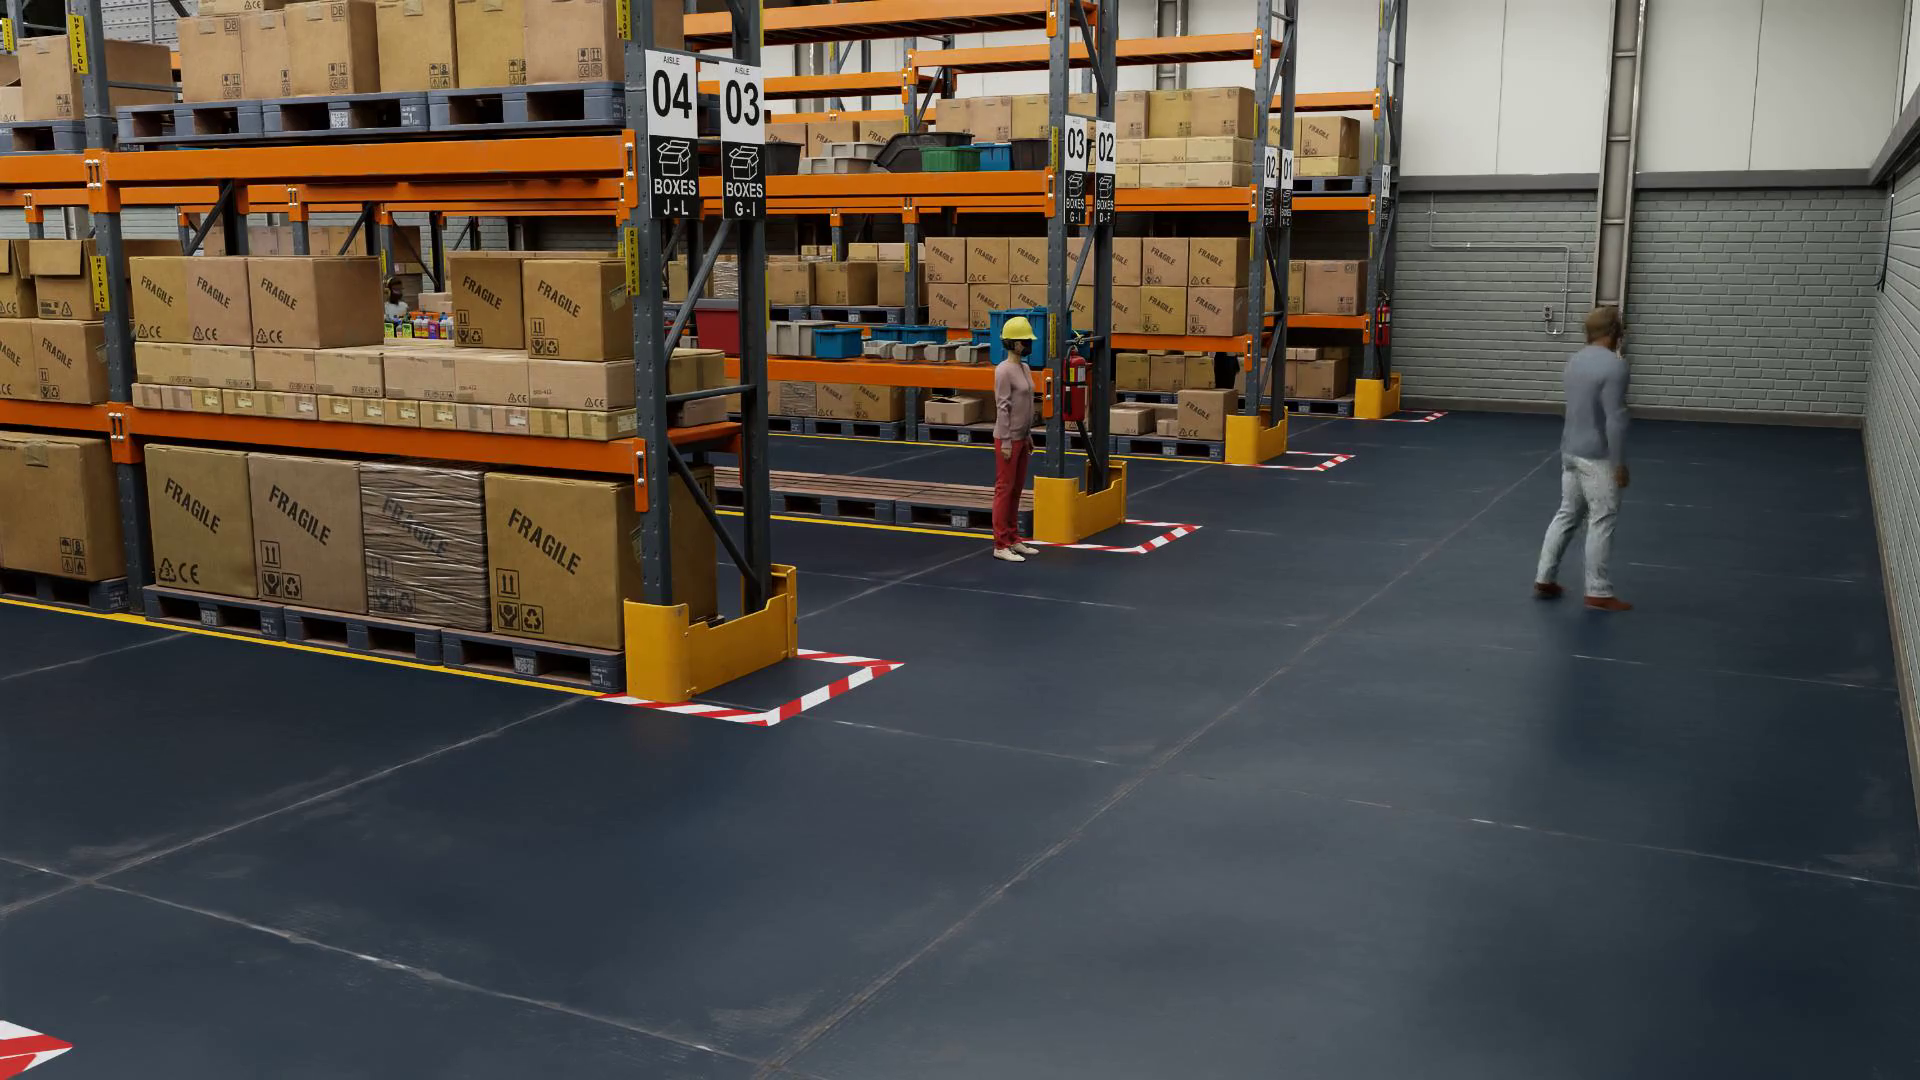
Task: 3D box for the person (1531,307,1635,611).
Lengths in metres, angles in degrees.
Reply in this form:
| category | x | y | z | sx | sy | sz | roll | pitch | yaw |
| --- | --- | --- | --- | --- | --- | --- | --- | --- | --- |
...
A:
| category | x | y | z | sx | sy | sz | roll | pitch | yaw |
| --- | --- | --- | --- | --- | --- | --- | --- | --- | --- |
| person | 3.973 | -0.504 | 10.527 | 0.453 | 1.919 | 0.694 | -2 | 11 | -9 |

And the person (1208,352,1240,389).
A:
| category | x | y | z | sx | sy | sz | roll | pitch | yaw |
| --- | --- | --- | --- | --- | --- | --- | --- | --- | --- |
| person | 3.025 | -2.050 | 18.875 | 0.390 | 1.914 | 0.587 | 5 | 11 | 23 |

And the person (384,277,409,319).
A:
| category | x | y | z | sx | sy | sz | roll | pitch | yaw |
| --- | --- | --- | --- | --- | --- | --- | --- | --- | --- |
| person | -6.900 | -2.290 | 20.349 | 0.481 | 1.853 | 0.544 | 4 | 11 | 22 |

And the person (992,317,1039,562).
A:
| category | x | y | z | sx | sy | sz | roll | pitch | yaw |
| --- | --- | --- | --- | --- | --- | --- | --- | --- | --- |
| person | 0.408 | -0.733 | 12.094 | 0.308 | 1.769 | 0.524 | 4 | 11 | 21 |
